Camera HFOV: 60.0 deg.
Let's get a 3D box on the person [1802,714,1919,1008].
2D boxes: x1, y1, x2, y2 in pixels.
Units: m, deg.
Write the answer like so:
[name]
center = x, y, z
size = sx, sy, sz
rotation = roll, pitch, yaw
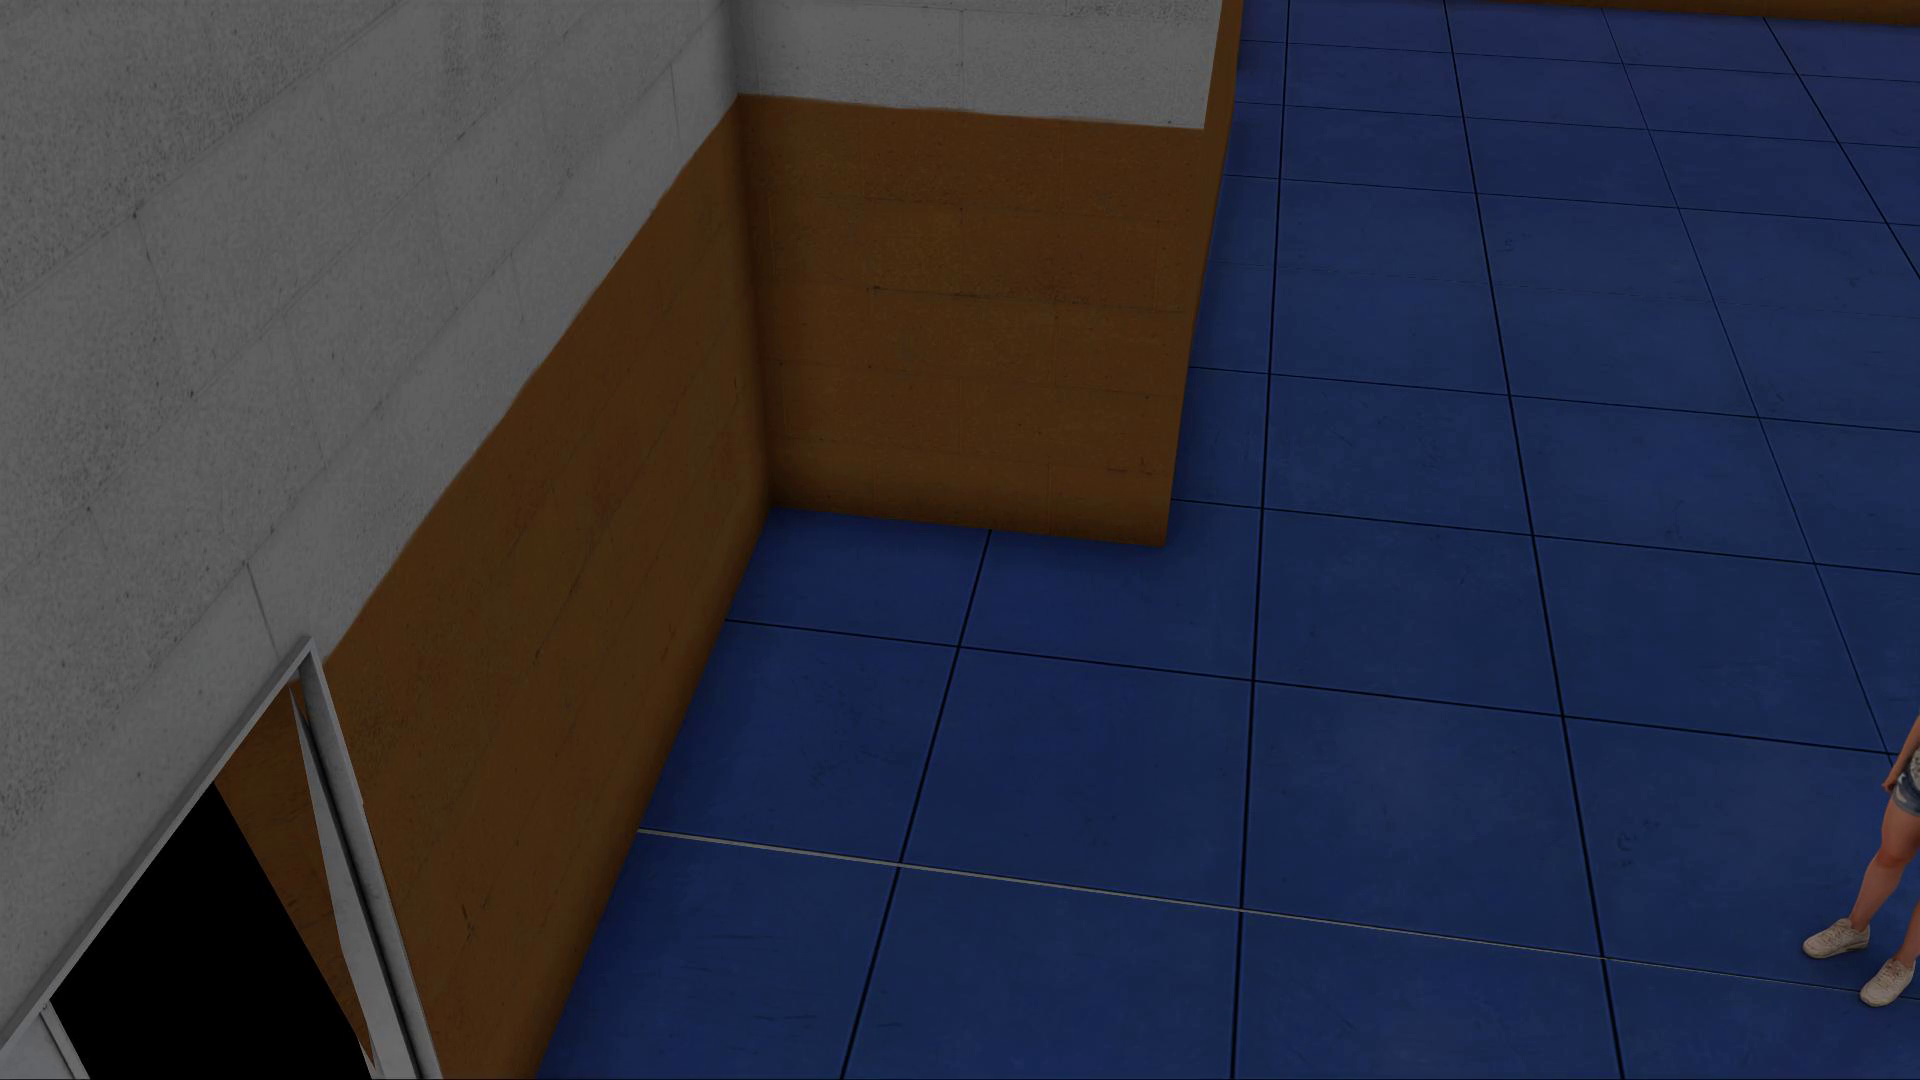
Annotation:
[person]
center = 3.354, 0.877, 5.617
size = 0.689, 1.759, 0.657
rotation = -16, 40, -21
